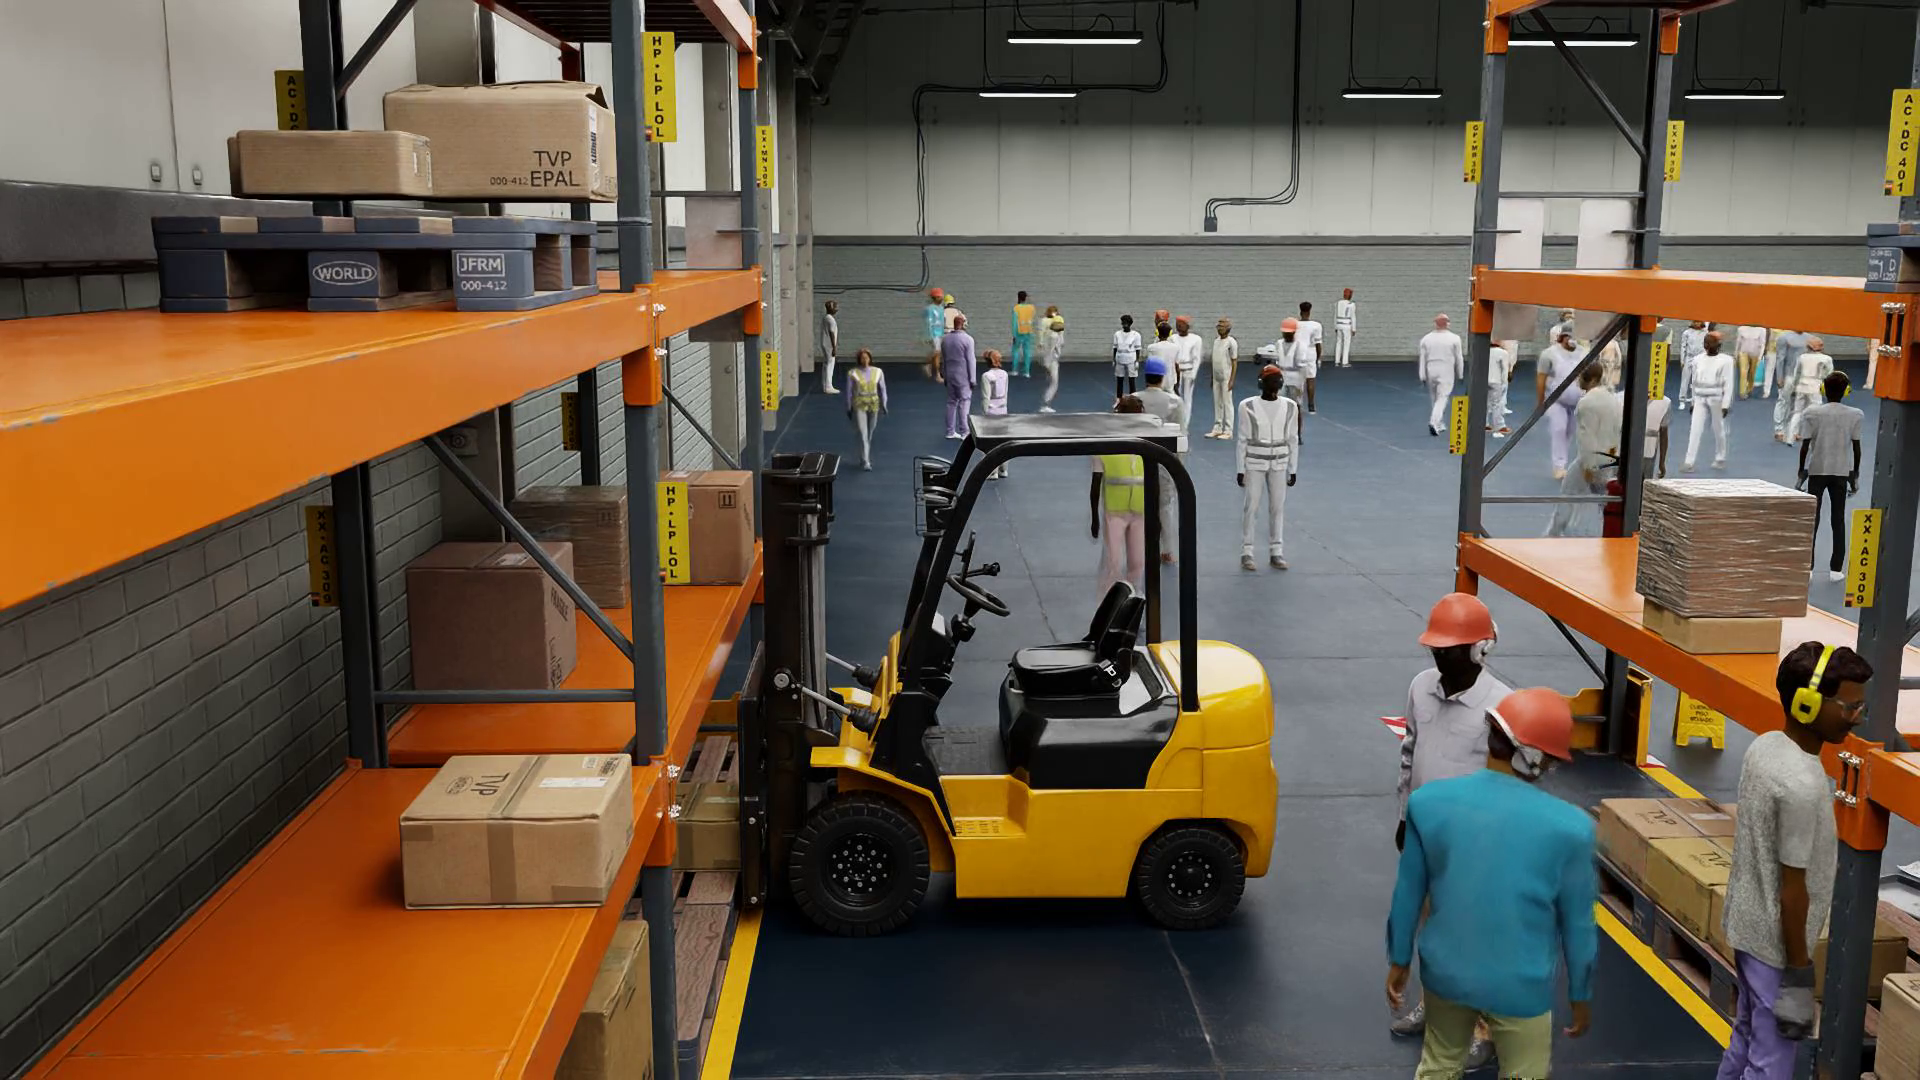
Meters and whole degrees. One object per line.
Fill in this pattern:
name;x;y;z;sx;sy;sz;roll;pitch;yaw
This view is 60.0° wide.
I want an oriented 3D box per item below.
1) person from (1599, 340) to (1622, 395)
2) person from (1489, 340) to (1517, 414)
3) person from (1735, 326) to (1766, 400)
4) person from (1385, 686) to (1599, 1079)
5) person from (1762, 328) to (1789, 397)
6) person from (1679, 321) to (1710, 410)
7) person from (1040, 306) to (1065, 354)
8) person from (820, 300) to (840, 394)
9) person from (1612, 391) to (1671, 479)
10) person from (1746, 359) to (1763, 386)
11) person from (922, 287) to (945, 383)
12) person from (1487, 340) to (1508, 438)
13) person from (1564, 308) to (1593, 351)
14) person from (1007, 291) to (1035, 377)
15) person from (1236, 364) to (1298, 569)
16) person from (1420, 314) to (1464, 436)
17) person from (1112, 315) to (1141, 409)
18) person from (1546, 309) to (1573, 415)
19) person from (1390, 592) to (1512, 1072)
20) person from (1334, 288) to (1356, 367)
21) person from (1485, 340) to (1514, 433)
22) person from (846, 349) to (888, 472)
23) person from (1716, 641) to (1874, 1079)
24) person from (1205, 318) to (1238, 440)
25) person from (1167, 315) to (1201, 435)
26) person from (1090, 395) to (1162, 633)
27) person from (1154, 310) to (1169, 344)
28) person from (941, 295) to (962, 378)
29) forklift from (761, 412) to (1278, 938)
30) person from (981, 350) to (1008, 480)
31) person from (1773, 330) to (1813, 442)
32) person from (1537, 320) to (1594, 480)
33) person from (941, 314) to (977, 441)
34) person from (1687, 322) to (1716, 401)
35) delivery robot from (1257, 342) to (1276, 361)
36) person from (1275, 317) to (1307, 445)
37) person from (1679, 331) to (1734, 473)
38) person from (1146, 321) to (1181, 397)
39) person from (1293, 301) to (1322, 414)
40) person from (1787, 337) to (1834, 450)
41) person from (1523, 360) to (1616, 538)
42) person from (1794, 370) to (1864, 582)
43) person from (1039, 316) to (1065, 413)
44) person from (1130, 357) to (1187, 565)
person;9.491;-2.300;24.214;0.392;1.923;0.553;5;11;25
person;9.440;-3.153;29.008;0.392;1.911;0.584;-8;13;-36
person;15.039;-3.531;31.678;0.521;1.704;0.905;5;11;27
person;1.515;1.277;4.869;0.623;1.706;0.586;8;13;38
person;15.669;-3.590;31.775;0.658;1.807;0.742;1;10;7
person;13.094;-3.183;29.619;0.492;1.742;0.320;2;10;11
person;2.005;-4.272;36.085;0.503;1.603;0.662;-6;12;-29
person;-2.572;-3.803;32.835;0.341;1.838;0.501;-5;11;-25
person;6.472;-0.778;15.932;0.563;1.847;0.390;5;11;25
person;16.593;-4.114;34.561;0.355;1.836;0.514;6;12;30
person;-0.529;-4.367;35.432;0.566;2.026;0.638;5;11;24
person;8.120;-2.377;25.437;0.500;1.633;0.289;7;12;35
person;13.662;-4.597;36.669;0.727;2.000;0.534;10;14;43
person;1.354;-4.582;37.015;0.596;1.888;0.783;-5;11;-25
person;2.806;-0.662;15.201;0.571;1.879;0.341;-1;10;-5
person;7.467;-2.574;25.869;0.637;1.876;0.923;9;13;41
person;2.969;-3.177;29.729;0.529;1.692;0.321;5;11;27
person;10.348;-3.055;28.627;0.516;1.842;0.328;-5;12;-28
person;1.790;1.043;6.070;0.353;1.744;0.562;-5;11;-27
person;9.189;-5.064;39.733;0.357;1.875;0.598;-8;13;-38
person;8.404;-2.667;26.039;0.378;1.996;0.610;-7;12;-34
person;-1.241;-1.726;21.921;0.513;1.599;0.845;-4;11;-21
person;2.403;1.203;4.856;0.335;1.865;0.520;3;11;15
person;3.967;-2.435;25.167;0.338;1.846;0.514;-6;12;-31
person;3.416;-2.522;25.608;0.570;1.858;0.659;4;11;22
person;1.262;-0.198;12.716;0.570;1.840;0.373;-3;11;-16
person;3.280;-2.791;27.048;0.352;1.883;0.580;2;10;10
person;-0.244;-4.444;36.382;0.596;1.837;0.404;-4;11;-20
forklift;0.291;0.548;7.580;2.313;2.155;1.214;0;10;-2
person;0.428;-1.573;20.940;0.310;1.638;0.523;7;12;35
person;12.493;-2.436;24.917;0.632;1.940;0.372;-3;11;-17
person;7.690;-1.774;20.940;0.695;2.000;0.919;-1;10;-6
person;0.004;-2.453;25.136;0.400;1.900;0.646;-10;14;-43
person;13.847;-3.501;30.971;0.416;1.903;0.623;-1;10;-4
delivery robot;7.555;-4.554;40.309;0.477;0.478;0.707;-8;13;-38
person;4.777;-2.293;24.221;0.554;1.889;0.839;9;14;41
person;9.787;-1.800;21.690;0.973;1.835;0.596;-8;13;-38
person;2.880;-2.165;23.625;0.533;1.859;0.310;-2;10;-12
person;5.985;-3.168;28.956;0.607;1.958;0.374;4;11;23
person;12.288;-2.106;23.960;0.369;1.627;0.674;-7;12;-32
person;5.811;-0.736;15.578;0.983;1.887;0.628;10;14;43
person;7.659;-0.564;14.677;0.513;1.872;0.328;4;11;20
person;1.604;-3.061;29.034;0.483;1.701;0.504;0;10;0
person;1.795;-0.729;15.544;0.657;1.914;0.692;1;10;4
